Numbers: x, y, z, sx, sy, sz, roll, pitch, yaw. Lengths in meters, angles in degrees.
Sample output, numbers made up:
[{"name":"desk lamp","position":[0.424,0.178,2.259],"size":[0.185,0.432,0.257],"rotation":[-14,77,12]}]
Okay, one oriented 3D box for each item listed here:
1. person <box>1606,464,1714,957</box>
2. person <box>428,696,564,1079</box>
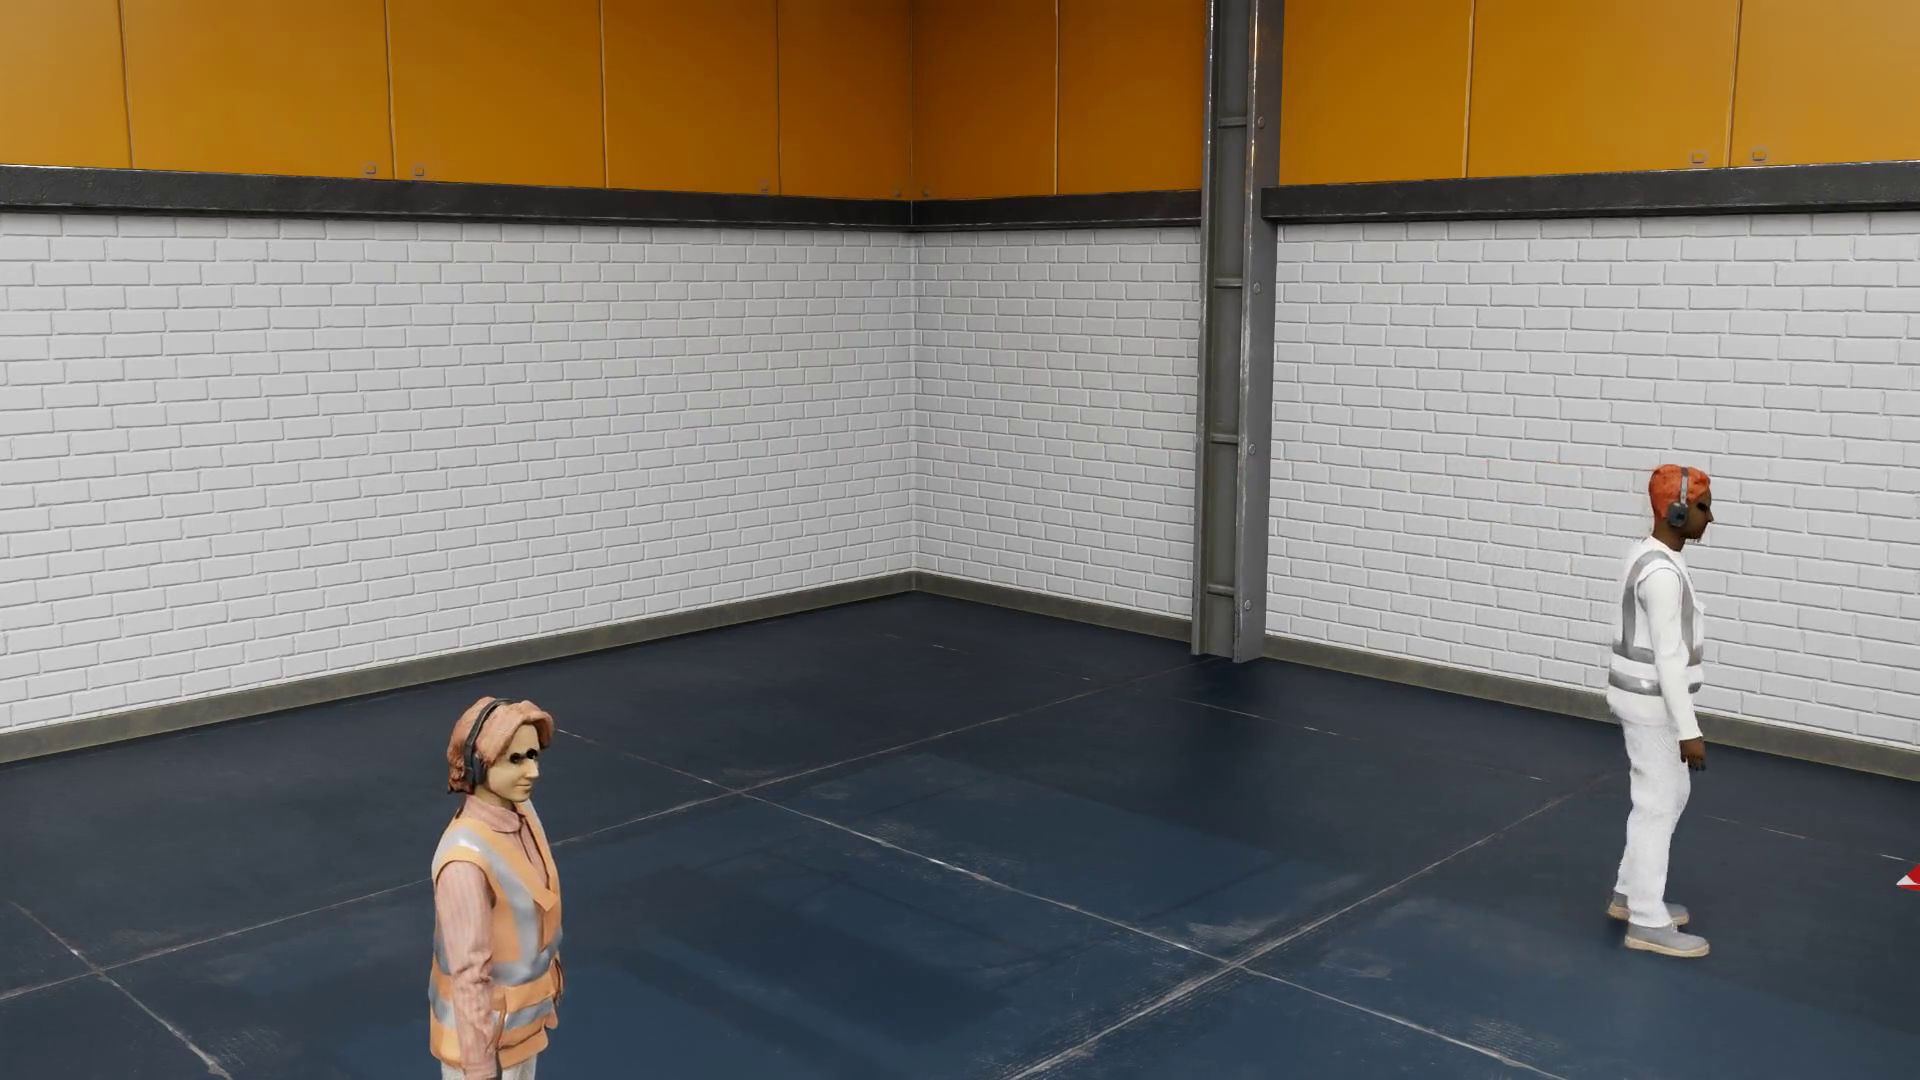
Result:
[{"name":"person","position":[2.678,0.650,6.330],"size":[0.410,1.884,0.591],"rotation":[4,10,22]},{"name":"person","position":[-1.075,1.168,3.886],"size":[0.315,1.636,0.514],"rotation":[0,9,-2]}]
